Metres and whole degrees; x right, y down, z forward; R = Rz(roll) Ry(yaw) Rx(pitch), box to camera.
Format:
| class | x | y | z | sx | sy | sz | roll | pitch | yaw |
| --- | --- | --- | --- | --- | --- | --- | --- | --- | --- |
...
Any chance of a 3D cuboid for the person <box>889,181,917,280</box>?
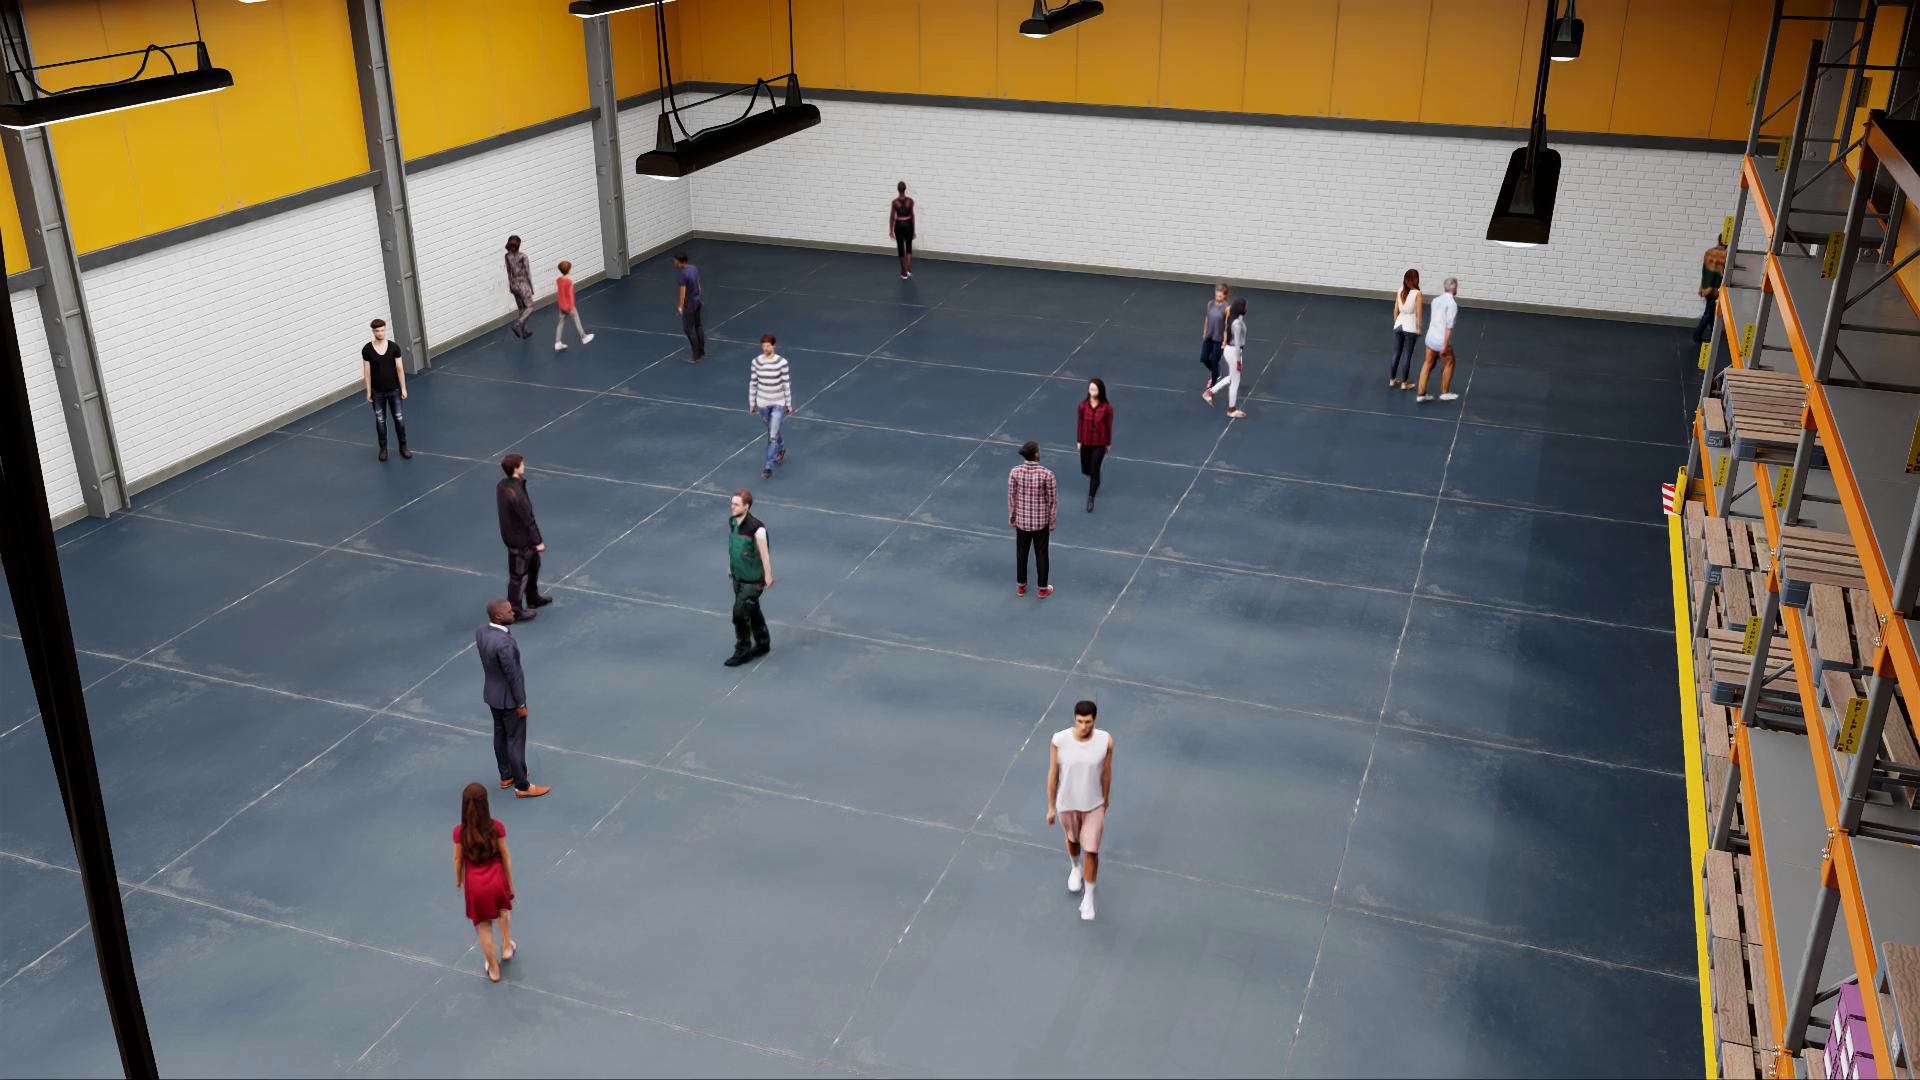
| class | x | y | z | sx | sy | sz | roll | pitch | yaw |
| --- | --- | --- | --- | --- | --- | --- | --- | --- | --- |
| person | -1.018 | -5.611 | 30.178 | 0.817 | 1.756 | 0.896 | -4 | 24 | -9 |

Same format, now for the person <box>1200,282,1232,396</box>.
| class | x | y | z | sx | sy | sz | roll | pitch | yaw |
| --- | --- | --- | --- | --- | --- | --- | --- | --- | --- |
| person | 3.765 | -2.916 | 24.068 | 0.836 | 1.712 | 0.764 | -19 | 30 | -37 |

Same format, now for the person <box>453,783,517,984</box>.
| class | x | y | z | sx | sy | sz | roll | pitch | yaw |
| --- | --- | --- | --- | --- | --- | --- | --- | --- | --- |
| person | -3.398 | 2.494 | 11.910 | 0.719 | 1.537 | 0.781 | -11 | 26 | -23 |

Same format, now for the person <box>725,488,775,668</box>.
| class | x | y | z | sx | sy | sz | roll | pitch | yaw |
| --- | --- | --- | --- | --- | --- | --- | --- | --- | --- |
| person | -2.039 | 0.333 | 16.494 | 0.979 | 1.825 | 0.885 | -19 | 30 | -36 |

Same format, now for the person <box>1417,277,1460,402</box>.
| class | x | y | z | sx | sy | sz | roll | pitch | yaw |
| --- | --- | --- | --- | --- | --- | --- | --- | --- | --- |
| person | 6.790 | -2.823 | 23.760 | 1.015 | 1.788 | 0.957 | -9 | 25 | -20 |

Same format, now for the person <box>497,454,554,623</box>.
| class | x | y | z | sx | sy | sz | roll | pitch | yaw |
| --- | --- | --- | --- | --- | --- | --- | --- | --- | --- |
| person | -4.661 | 0.008 | 17.240 | 0.981 | 1.822 | 0.925 | -12 | 26 | -26 |

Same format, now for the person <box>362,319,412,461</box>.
| class | x | y | z | sx | sy | sz | roll | pitch | yaw |
| --- | --- | --- | --- | --- | --- | --- | --- | --- | --- |
| person | -7.497 | -1.979 | 21.697 | 0.738 | 1.893 | 0.776 | -8 | 25 | -18 |

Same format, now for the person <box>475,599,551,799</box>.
| class | x | y | z | sx | sy | sz | roll | pitch | yaw |
| --- | --- | --- | --- | --- | --- | --- | --- | --- | --- |
| person | -3.874 | 1.338 | 14.196 | 0.797 | 1.825 | 0.791 | -18 | 29 | -35 |

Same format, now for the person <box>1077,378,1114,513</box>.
| class | x | y | z | sx | sy | sz | roll | pitch | yaw |
| --- | --- | --- | --- | --- | --- | --- | --- | --- | --- |
| person | 1.639 | -1.191 | 20.213 | 0.624 | 1.638 | 0.883 | 6 | 24 | 13 |

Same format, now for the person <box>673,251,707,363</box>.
| class | x | y | z | sx | sy | sz | roll | pitch | yaw |
| --- | --- | --- | --- | --- | --- | --- | --- | --- | --- |
| person | -4.109 | -3.649 | 25.696 | 0.829 | 1.750 | 0.453 | 15 | 28 | 30 |

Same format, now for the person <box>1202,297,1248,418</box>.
| class | x | y | z | sx | sy | sz | roll | pitch | yaw |
| --- | --- | --- | --- | --- | --- | --- | --- | --- | --- |
| person | 3.728 | -2.537 | 23.205 | 0.780 | 1.708 | 0.860 | 3 | 24 | 6 |

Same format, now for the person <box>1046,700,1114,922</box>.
| class | x | y | z | sx | sy | sz | roll | pitch | yaw |
| --- | --- | --- | --- | --- | --- | --- | --- | --- | --- |
| person | 0.937 | 1.970 | 12.843 | 0.761 | 1.749 | 1.057 | 4 | 24 | 9 |

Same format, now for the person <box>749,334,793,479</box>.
| class | x | y | z | sx | sy | sz | roll | pitch | yaw |
| --- | --- | --- | --- | --- | --- | --- | --- | --- | --- |
| person | -2.390 | -1.760 | 21.311 | 0.732 | 1.801 | 1.228 | 6 | 24 | 14 |

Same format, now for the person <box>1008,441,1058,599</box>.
| class | x | y | z | sx | sy | sz | roll | pitch | yaw |
| --- | --- | --- | --- | --- | --- | --- | --- | --- | --- |
| person | 0.778 | -0.226 | 17.854 | 0.698 | 1.760 | 0.601 | 6 | 24 | 14 |

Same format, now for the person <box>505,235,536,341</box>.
| class | x | y | z | sx | sy | sz | roll | pitch | yaw |
| --- | --- | --- | --- | --- | --- | --- | --- | --- | --- |
| person | -7.057 | -3.994 | 26.547 | 0.585 | 1.700 | 0.813 | 9 | 25 | 20 |

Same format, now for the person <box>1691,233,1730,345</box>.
| class | x | y | z | sx | sy | sz | roll | pitch | yaw |
| --- | --- | --- | --- | --- | --- | --- | --- | --- | --- |
| person | 11.920 | -3.945 | 26.364 | 1.247 | 1.757 | 1.147 | -13 | 27 | -28 |

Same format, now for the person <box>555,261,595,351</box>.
| class | x | y | z | sx | sy | sz | roll | pitch | yaw |
| --- | --- | --- | --- | --- | --- | --- | --- | --- | --- |
| person | -6.245 | -3.657 | 26.178 | 0.676 | 1.379 | 0.984 | 15 | 28 | 31 |

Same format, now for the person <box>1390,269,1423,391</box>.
| class | x | y | z | sx | sy | sz | roll | pitch | yaw |
| --- | --- | --- | --- | --- | --- | --- | --- | --- | --- |
| person | 6.537 | -3.100 | 24.398 | 0.682 | 1.785 | 0.681 | -20 | 30 | -38 |
